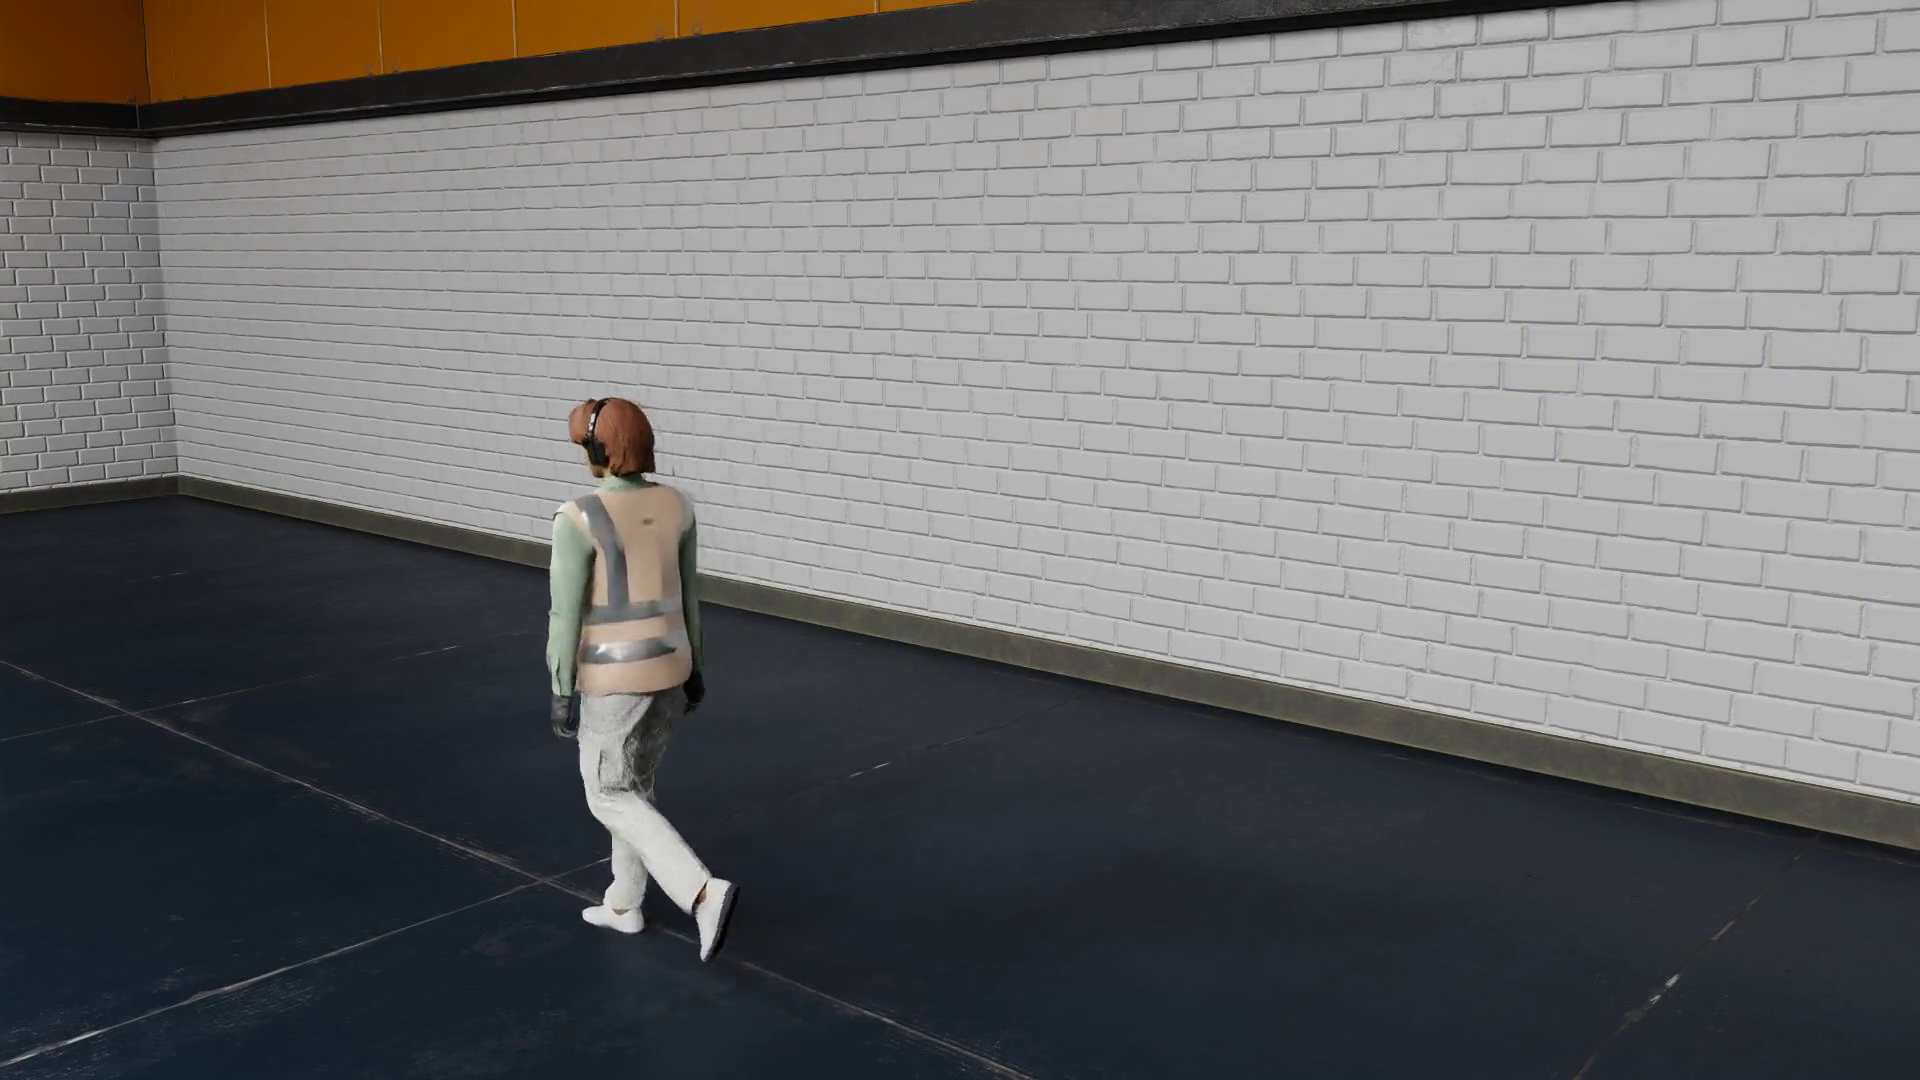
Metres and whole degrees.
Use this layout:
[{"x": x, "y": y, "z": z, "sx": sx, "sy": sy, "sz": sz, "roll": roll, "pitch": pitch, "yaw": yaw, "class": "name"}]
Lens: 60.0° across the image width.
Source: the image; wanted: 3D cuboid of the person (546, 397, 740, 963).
[{"x": -0.880, "y": 0.406, "z": 4.697, "sx": 0.647, "sy": 1.617, "sz": 0.541, "roll": 7, "pitch": 12, "yaw": 34, "class": "person"}]
